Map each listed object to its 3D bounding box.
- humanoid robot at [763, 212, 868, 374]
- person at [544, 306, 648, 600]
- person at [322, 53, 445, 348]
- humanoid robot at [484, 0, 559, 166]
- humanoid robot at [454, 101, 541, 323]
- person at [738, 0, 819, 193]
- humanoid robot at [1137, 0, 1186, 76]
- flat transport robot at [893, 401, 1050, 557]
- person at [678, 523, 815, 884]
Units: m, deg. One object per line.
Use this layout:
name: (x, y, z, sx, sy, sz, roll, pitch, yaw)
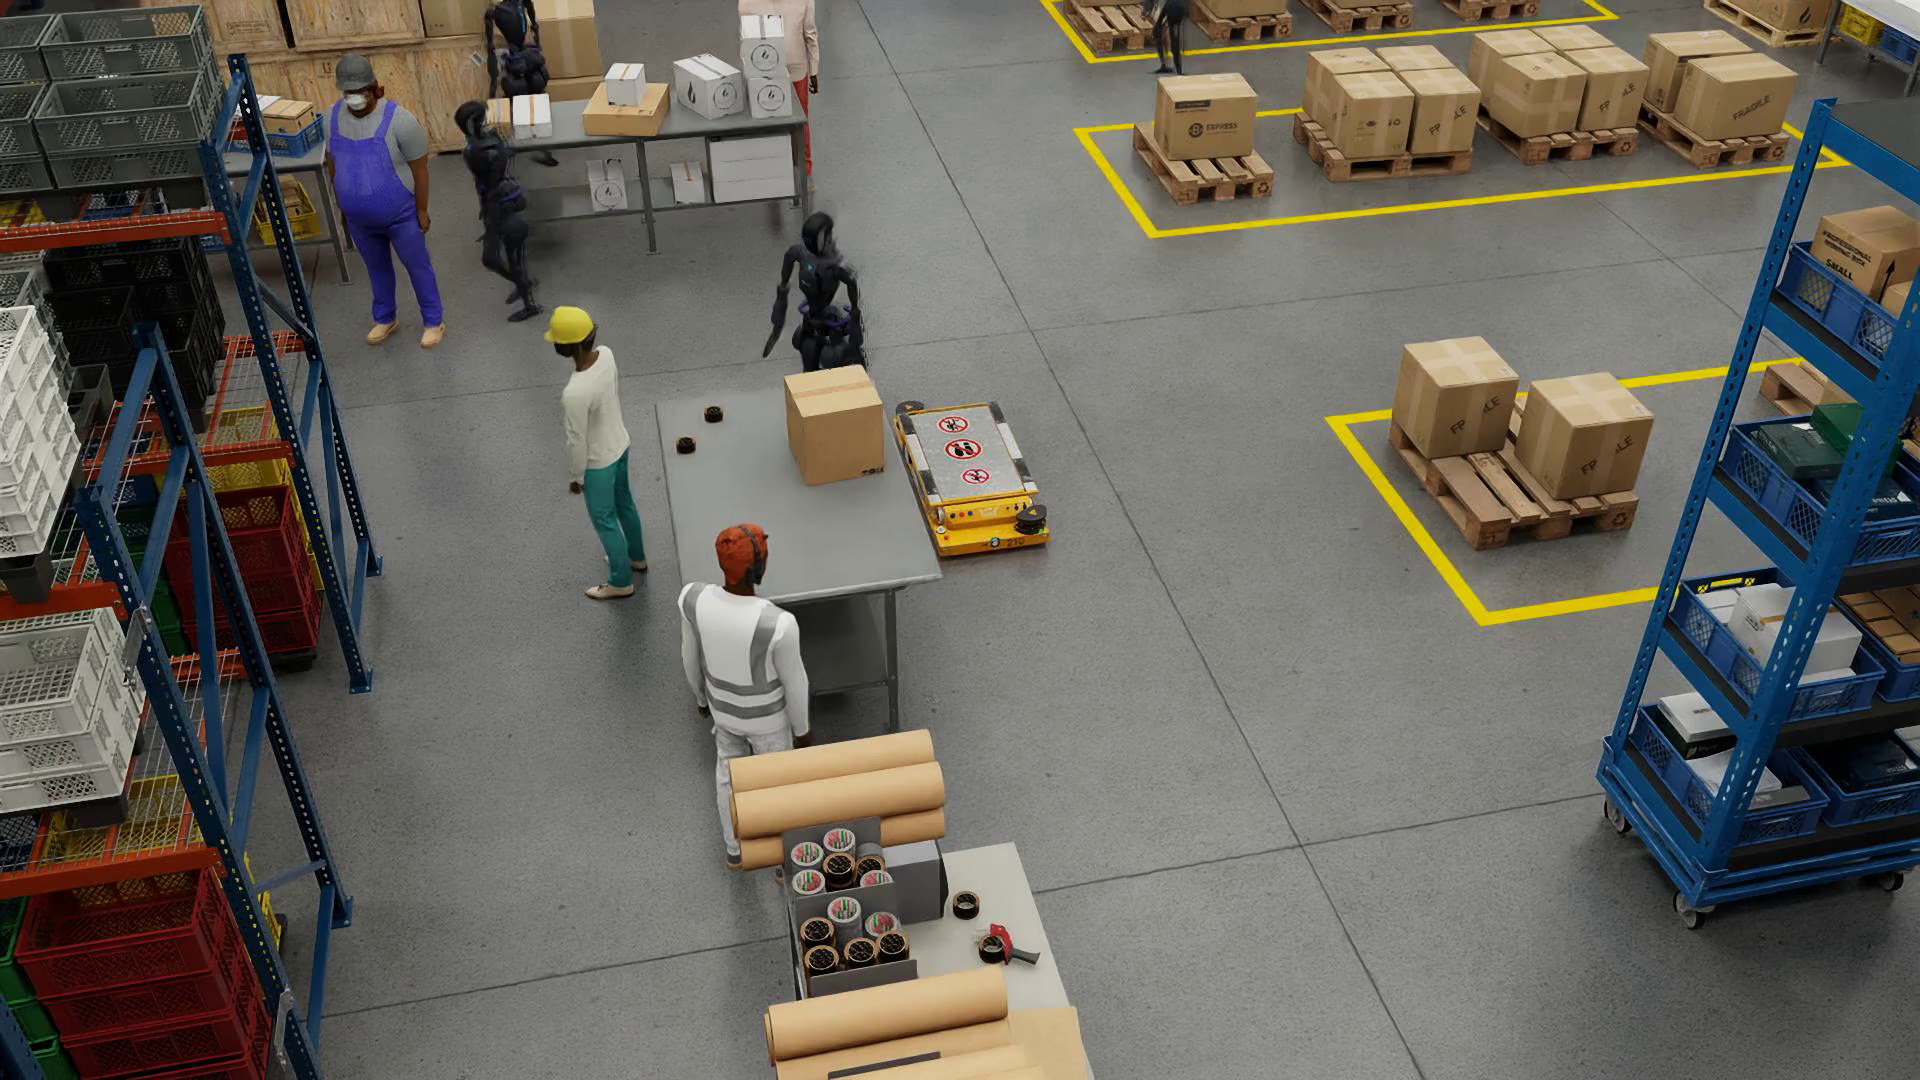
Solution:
humanoid robot: (-0.826, -1.242, 10.052, 0.590, 1.641, 0.561, 24, 43, 29)
person: (-1.959, -0.469, 8.939, 0.340, 1.758, 0.522, 8, 37, 11)
person: (-3.861, -2.226, 11.062, 0.685, 2.000, 0.539, 5, 37, 7)
humanoid robot: (-3.653, -3.902, 13.651, 0.648, 1.612, 0.683, 25, 43, 30)
humanoid robot: (-3.204, -2.238, 11.391, 0.476, 1.638, 0.597, -27, 44, -31)
person: (-1.404, -3.658, 13.037, 0.614, 1.986, 0.405, -6, 37, -8)
humanoid robot: (1.876, -4.906, 14.974, 0.566, 1.642, 0.607, 5, 37, 6)
flat transport robot: (0.046, -0.430, 10.108, 0.652, 0.197, 1.431, -8, 37, -10)
person: (-0.904, 0.731, 7.219, 0.575, 1.882, 0.353, 16, 39, 20)
